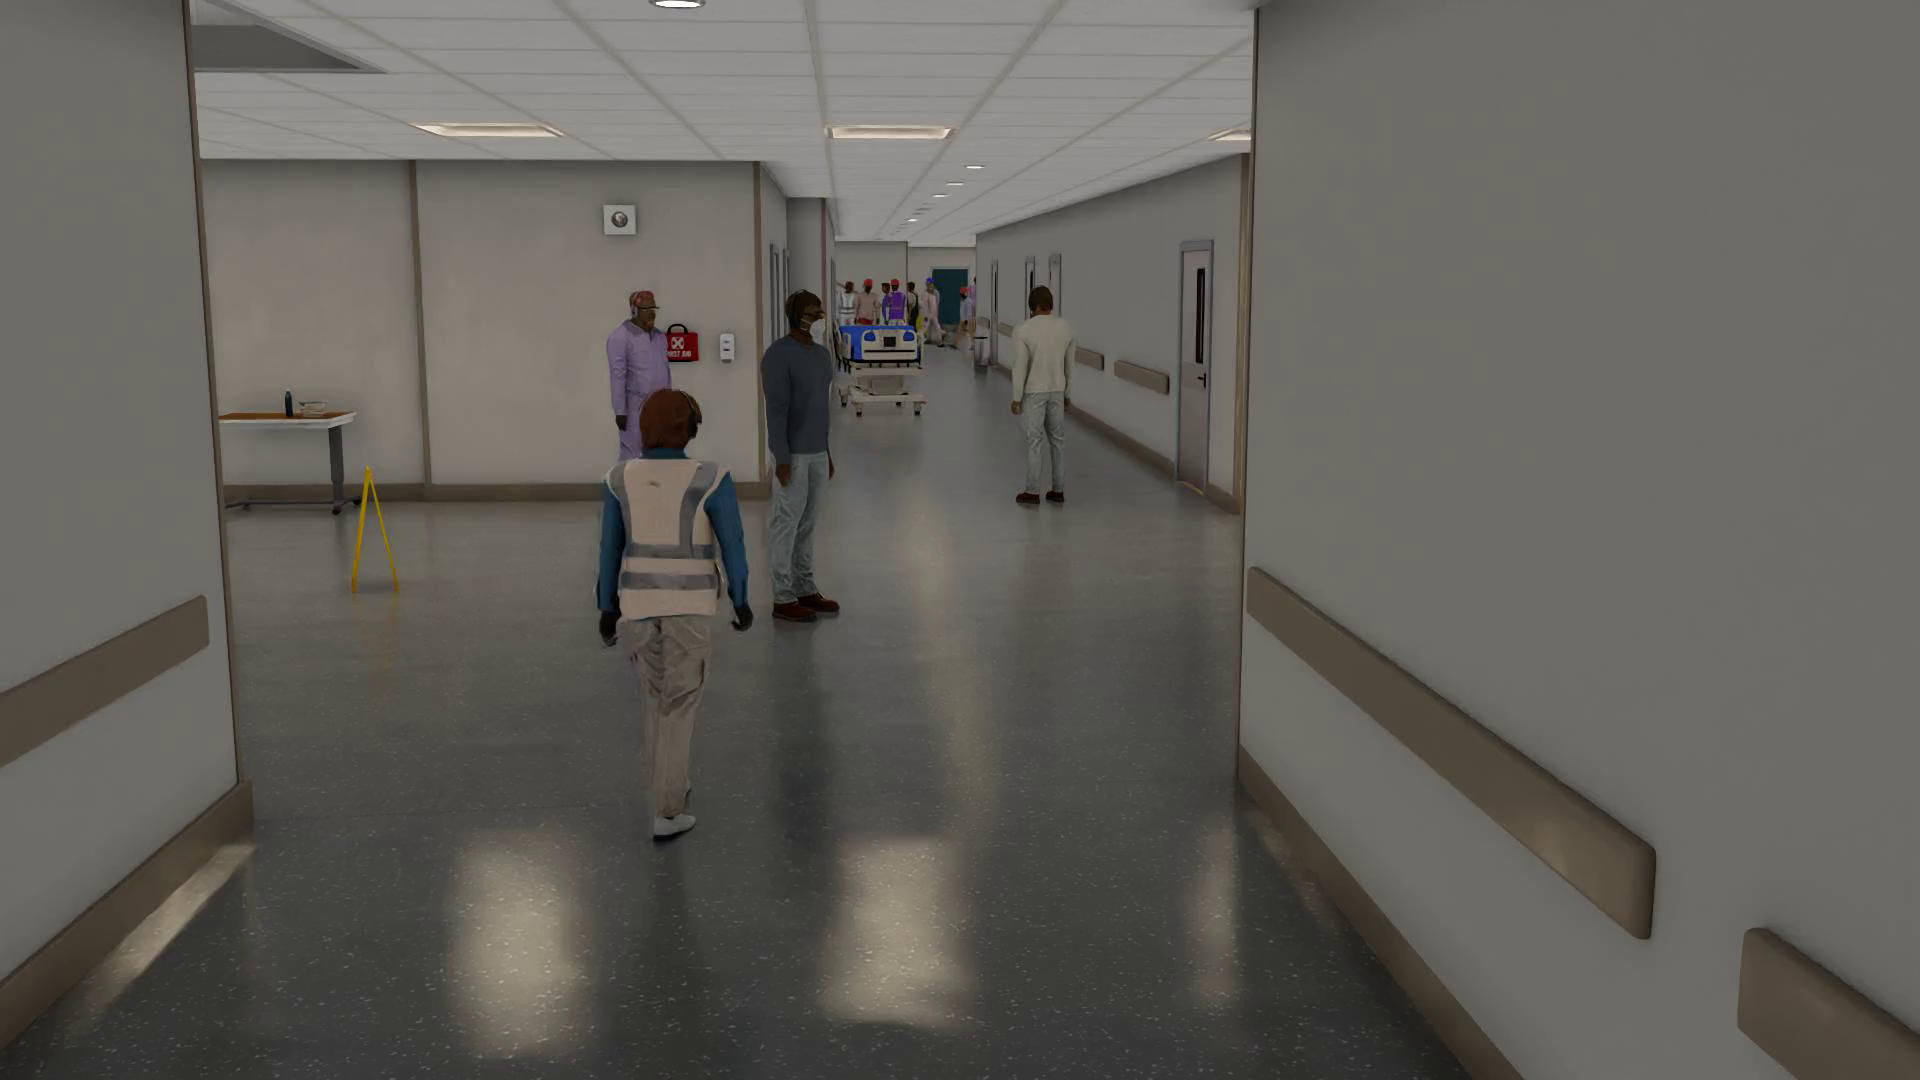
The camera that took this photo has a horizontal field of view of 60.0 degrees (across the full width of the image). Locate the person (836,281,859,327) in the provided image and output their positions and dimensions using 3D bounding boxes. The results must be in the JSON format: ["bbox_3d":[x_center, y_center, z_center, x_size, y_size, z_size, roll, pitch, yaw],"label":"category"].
[{"bbox_3d":[-2.974,-5.858,43.664,0.658,1.870,0.418,-1,9,-9],"label":"person"}]

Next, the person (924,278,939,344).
[{"bbox_3d":[-0.855,-6.695,48.681,0.391,1.948,0.605,-7,12,-38],"label":"person"}]

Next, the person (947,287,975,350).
[{"bbox_3d":[0.101,-5.986,44.979,0.912,1.699,0.588,-5,10,-28],"label":"person"}]

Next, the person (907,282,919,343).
[{"bbox_3d":[-1.311,-6.204,45.944,0.344,1.838,0.521,3,9,17],"label":"person"}]

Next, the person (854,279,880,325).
[{"bbox_3d":[-2.373,-5.698,42.481,0.627,1.933,1.087,-3,10,-18],"label":"person"}]

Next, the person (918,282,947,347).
[{"bbox_3d":[-0.871,-6.339,46.781,0.940,1.854,0.664,4,10,25],"label":"person"}]

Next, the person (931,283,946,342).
[{"bbox_3d":[-0.791,-6.782,49.547,0.630,1.852,0.513,-5,10,-27],"label":"person"}]

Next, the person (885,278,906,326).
[{"bbox_3d":[-1.627,-5.592,41.789,0.545,1.938,0.355,-4,10,-24],"label":"person"}]

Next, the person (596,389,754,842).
[{"bbox_3d":[-1.026,0.253,6.124,0.521,1.612,0.698,3,10,18],"label":"person"}]

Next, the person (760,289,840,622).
[{"bbox_3d":[-0.932,-0.501,9.823,0.377,1.940,0.628,4,10,25],"label":"person"}]

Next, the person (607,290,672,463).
[{"bbox_3d":[-2.595,-1.095,13.696,0.399,1.900,0.646,6,11,32],"label":"person"}]

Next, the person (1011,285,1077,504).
[{"bbox_3d":[0.724,-1.281,14.732,0.630,1.937,0.373,-5,10,-27],"label":"person"}]
